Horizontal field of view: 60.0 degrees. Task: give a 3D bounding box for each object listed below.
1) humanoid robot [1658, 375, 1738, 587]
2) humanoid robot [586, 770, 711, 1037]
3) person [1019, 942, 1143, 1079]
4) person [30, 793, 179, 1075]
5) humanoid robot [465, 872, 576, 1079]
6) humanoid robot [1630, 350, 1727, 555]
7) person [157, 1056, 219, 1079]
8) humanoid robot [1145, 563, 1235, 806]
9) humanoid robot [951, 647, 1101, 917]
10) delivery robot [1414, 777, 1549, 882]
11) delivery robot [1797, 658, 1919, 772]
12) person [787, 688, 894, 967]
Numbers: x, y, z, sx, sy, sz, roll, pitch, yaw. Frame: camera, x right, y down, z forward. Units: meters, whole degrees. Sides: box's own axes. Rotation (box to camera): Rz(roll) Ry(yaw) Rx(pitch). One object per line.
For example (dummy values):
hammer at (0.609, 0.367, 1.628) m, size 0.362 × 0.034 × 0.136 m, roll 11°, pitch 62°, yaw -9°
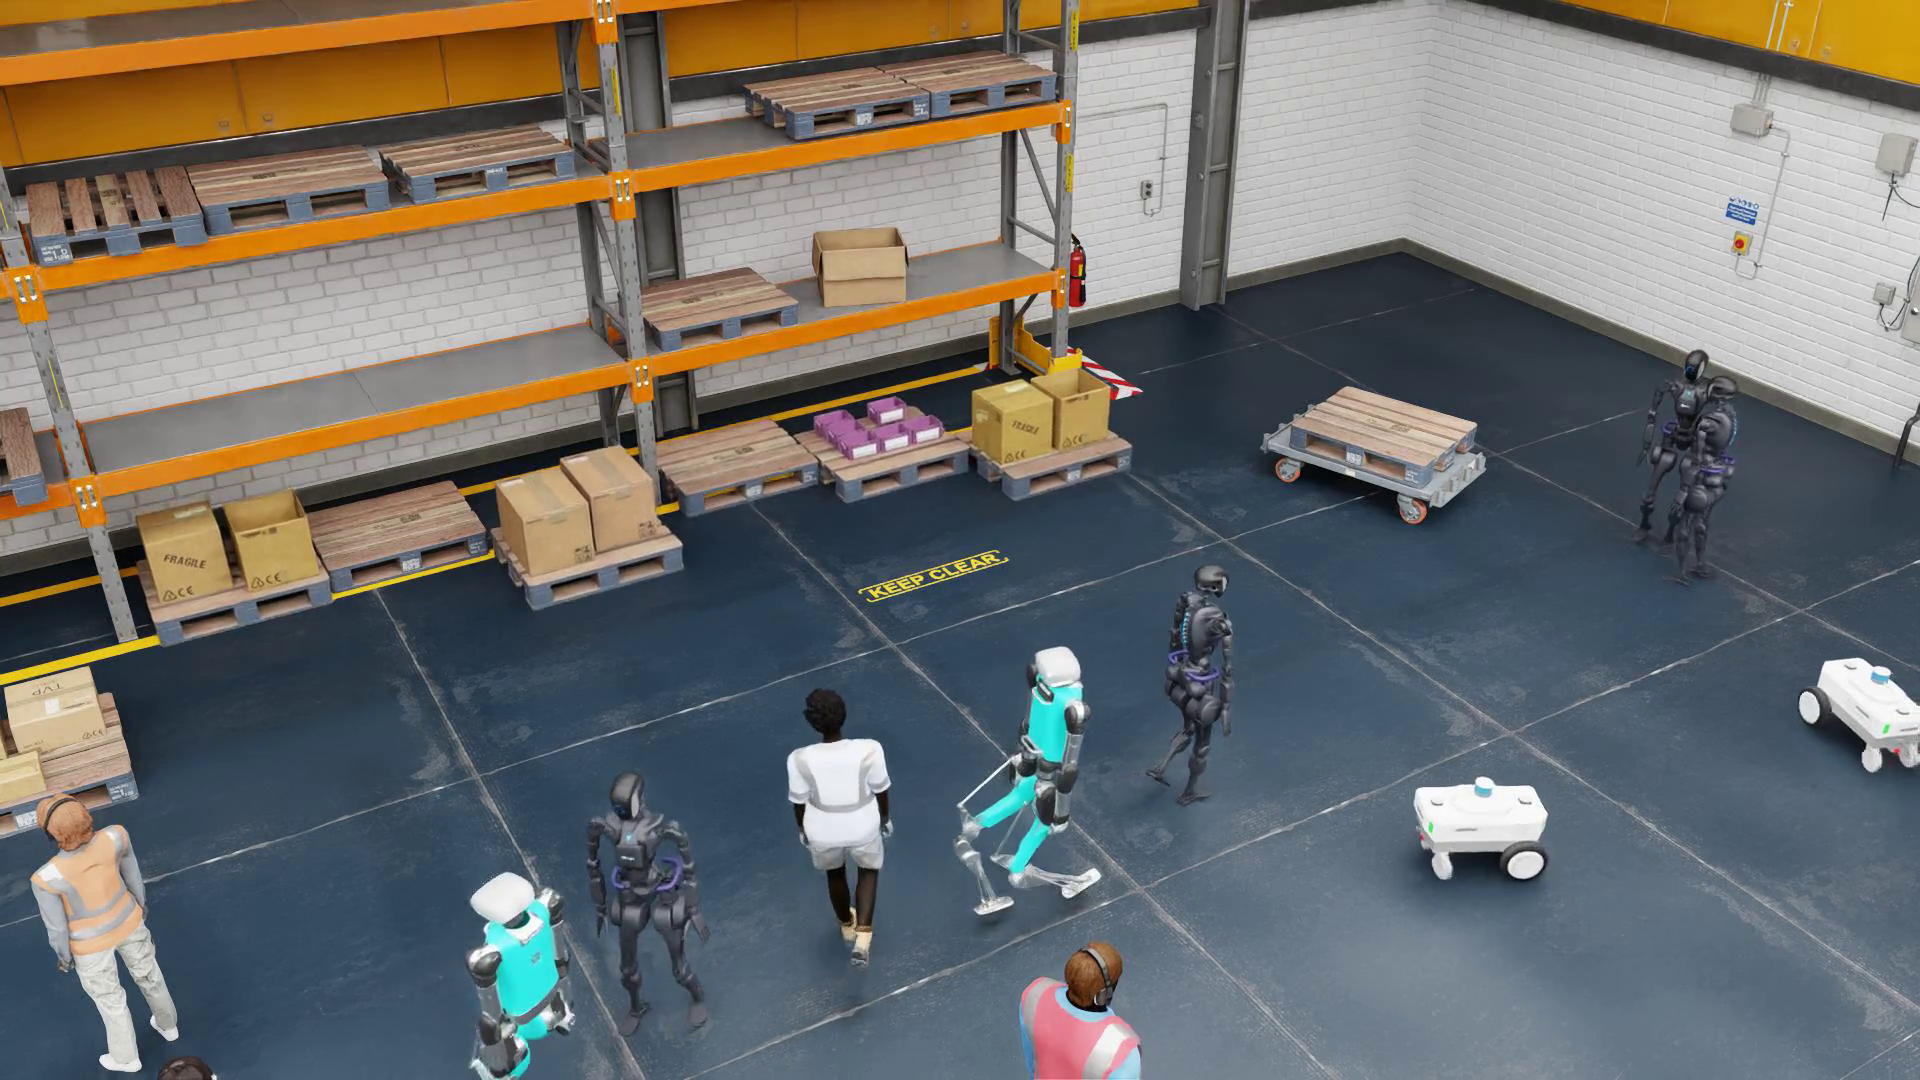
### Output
humanoid robot at (5.514, -0.434, 12.307) m, size 0.590 × 1.644 × 0.341 m, roll -26°, pitch 38°, yaw -38°
humanoid robot at (-1.544, 1.796, 8.369) m, size 0.598 × 1.640 × 0.408 m, roll 2°, pitch 30°, yaw 4°
person at (0.542, 2.431, 7.073) m, size 0.626 × 1.844 × 0.429 m, roll 26°, pitch 39°, yaw 38°
person at (-4.198, 1.928, 8.166) m, size 0.306 × 1.640 × 0.512 m, roll 15°, pitch 33°, yaw 25°
humanoid robot at (-2.154, 2.185, 7.661) m, size 0.920 × 1.780 × 0.531 m, roll 16°, pitch 33°, yaw 26°
humanoid robot at (5.532, -0.676, 12.739) m, size 0.615 × 1.655 × 0.311 m, roll 19°, pitch 34°, yaw 30°
person at (-2.804, 2.752, 6.467) m, size 0.533 × 1.878 × 0.412 m, roll -14°, pitch 32°, yaw -22°
humanoid robot at (1.384, 0.884, 9.978) m, size 0.410 × 1.641 × 0.606 m, roll -16°, pitch 33°, yaw -26°
humanoid robot at (0.328, 1.390, 9.018) m, size 0.997 × 1.732 × 0.548 m, roll -14°, pitch 32°, yaw -23°
delivery robot at (3.065, 1.670, 9.743) m, size 0.781 × 0.610 × 0.520 m, roll -1°, pitch 29°, yaw -1°
delivery robot at (5.876, 1.085, 10.766) m, size 0.499 × 0.598 × 0.791 m, roll -5°, pitch 30°, yaw -9°
person at (-0.623, 1.549, 8.786) m, size 0.551 × 1.679 × 0.535 m, roll -1°, pitch 29°, yaw -2°
